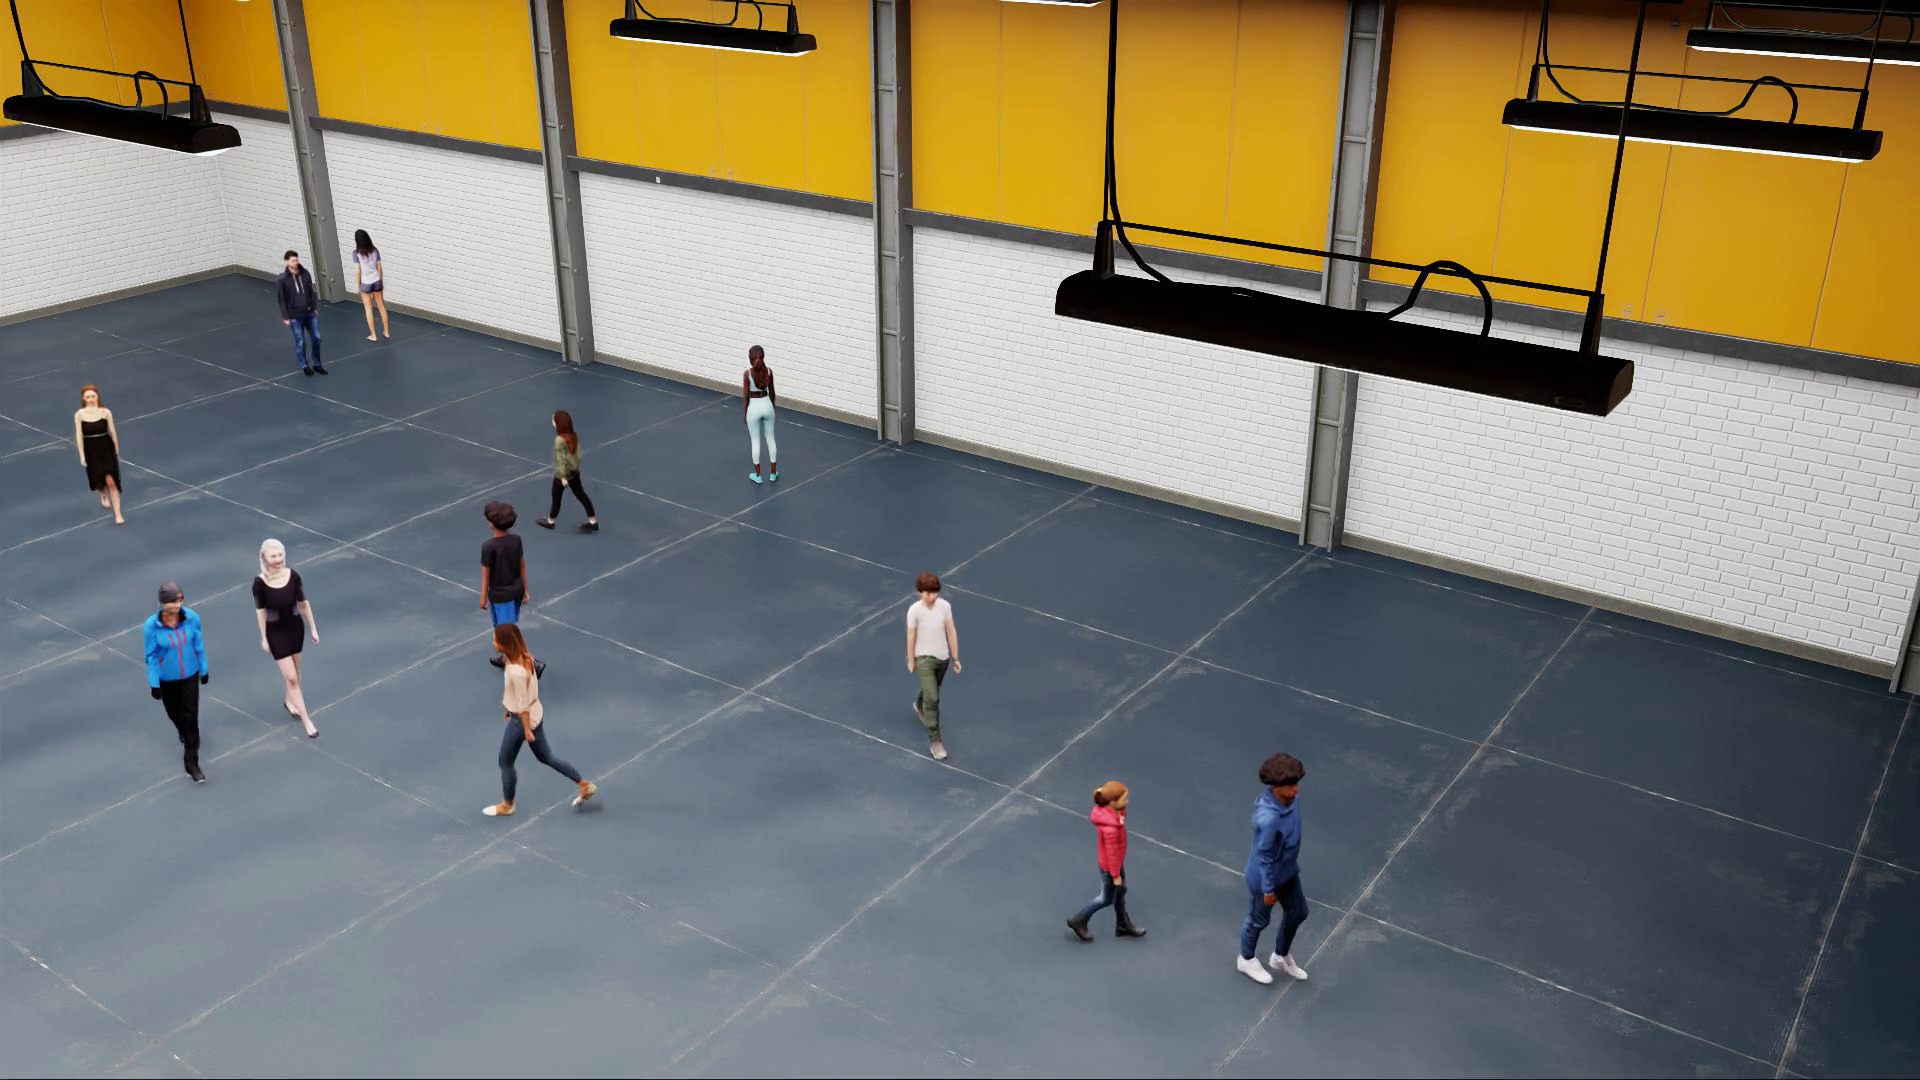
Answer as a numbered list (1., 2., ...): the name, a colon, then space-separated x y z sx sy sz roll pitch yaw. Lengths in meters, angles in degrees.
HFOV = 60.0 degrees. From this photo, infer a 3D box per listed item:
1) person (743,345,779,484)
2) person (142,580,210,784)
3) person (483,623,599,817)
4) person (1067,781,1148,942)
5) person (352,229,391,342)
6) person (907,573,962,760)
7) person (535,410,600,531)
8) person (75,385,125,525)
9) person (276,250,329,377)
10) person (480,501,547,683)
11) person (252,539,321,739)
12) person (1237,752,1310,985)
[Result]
1. person: -2.434 -1.546 20.288 0.654 1.724 0.686 -9 25 -20
2. person: -6.651 1.141 14.090 0.934 1.767 1.208 -12 26 -25
3. person: -3.399 1.457 13.392 1.181 1.745 1.073 -2 24 -5
4. person: 1.034 2.330 11.948 0.869 1.302 0.683 5 24 12
5. person: -9.160 -3.969 25.824 0.627 1.731 0.563 -20 30 -38
6. person: -0.270 1.015 14.564 0.969 1.618 1.204 -10 26 -22
7. person: -4.371 -0.747 18.818 1.065 1.437 0.827 6 24 13
8. person: -9.964 -1.019 19.244 0.893 1.595 1.108 -11 26 -23
9. person: -9.588 -3.291 24.094 0.782 1.873 0.782 -20 31 -38
10. person: -4.181 0.519 15.496 1.047 1.779 0.602 16 28 32
11. person: -6.008 0.834 14.760 1.094 1.791 0.696 21 31 39
12. person: 2.096 2.252 11.512 0.706 1.795 0.700 18 29 35
